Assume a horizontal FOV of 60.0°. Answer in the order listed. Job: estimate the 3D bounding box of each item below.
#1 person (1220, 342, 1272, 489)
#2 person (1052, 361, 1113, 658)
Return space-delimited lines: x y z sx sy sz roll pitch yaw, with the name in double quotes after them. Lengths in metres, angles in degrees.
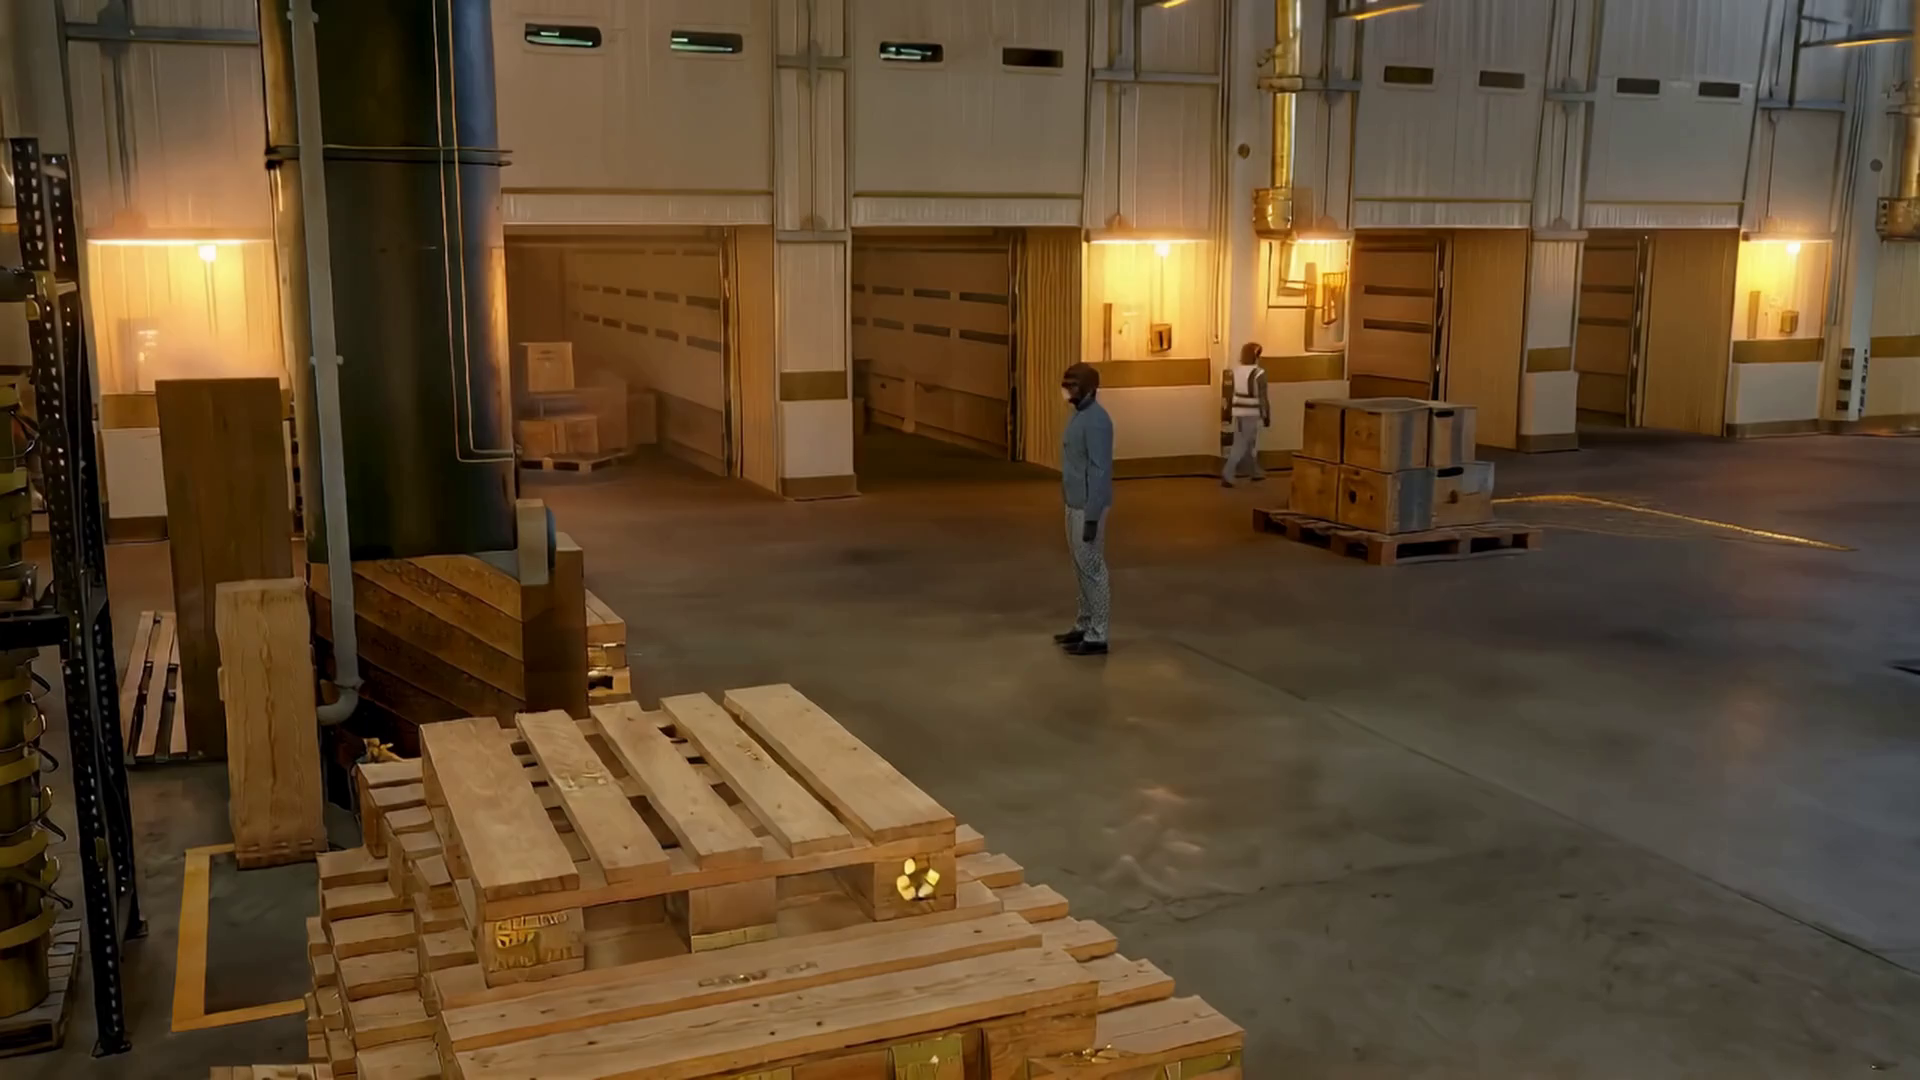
3.137 -1.368 18.267 0.867 1.594 0.531 -8 13 -38 "person"
0.820 -0.202 10.897 0.354 1.938 0.636 -1 10 -7 "person"
